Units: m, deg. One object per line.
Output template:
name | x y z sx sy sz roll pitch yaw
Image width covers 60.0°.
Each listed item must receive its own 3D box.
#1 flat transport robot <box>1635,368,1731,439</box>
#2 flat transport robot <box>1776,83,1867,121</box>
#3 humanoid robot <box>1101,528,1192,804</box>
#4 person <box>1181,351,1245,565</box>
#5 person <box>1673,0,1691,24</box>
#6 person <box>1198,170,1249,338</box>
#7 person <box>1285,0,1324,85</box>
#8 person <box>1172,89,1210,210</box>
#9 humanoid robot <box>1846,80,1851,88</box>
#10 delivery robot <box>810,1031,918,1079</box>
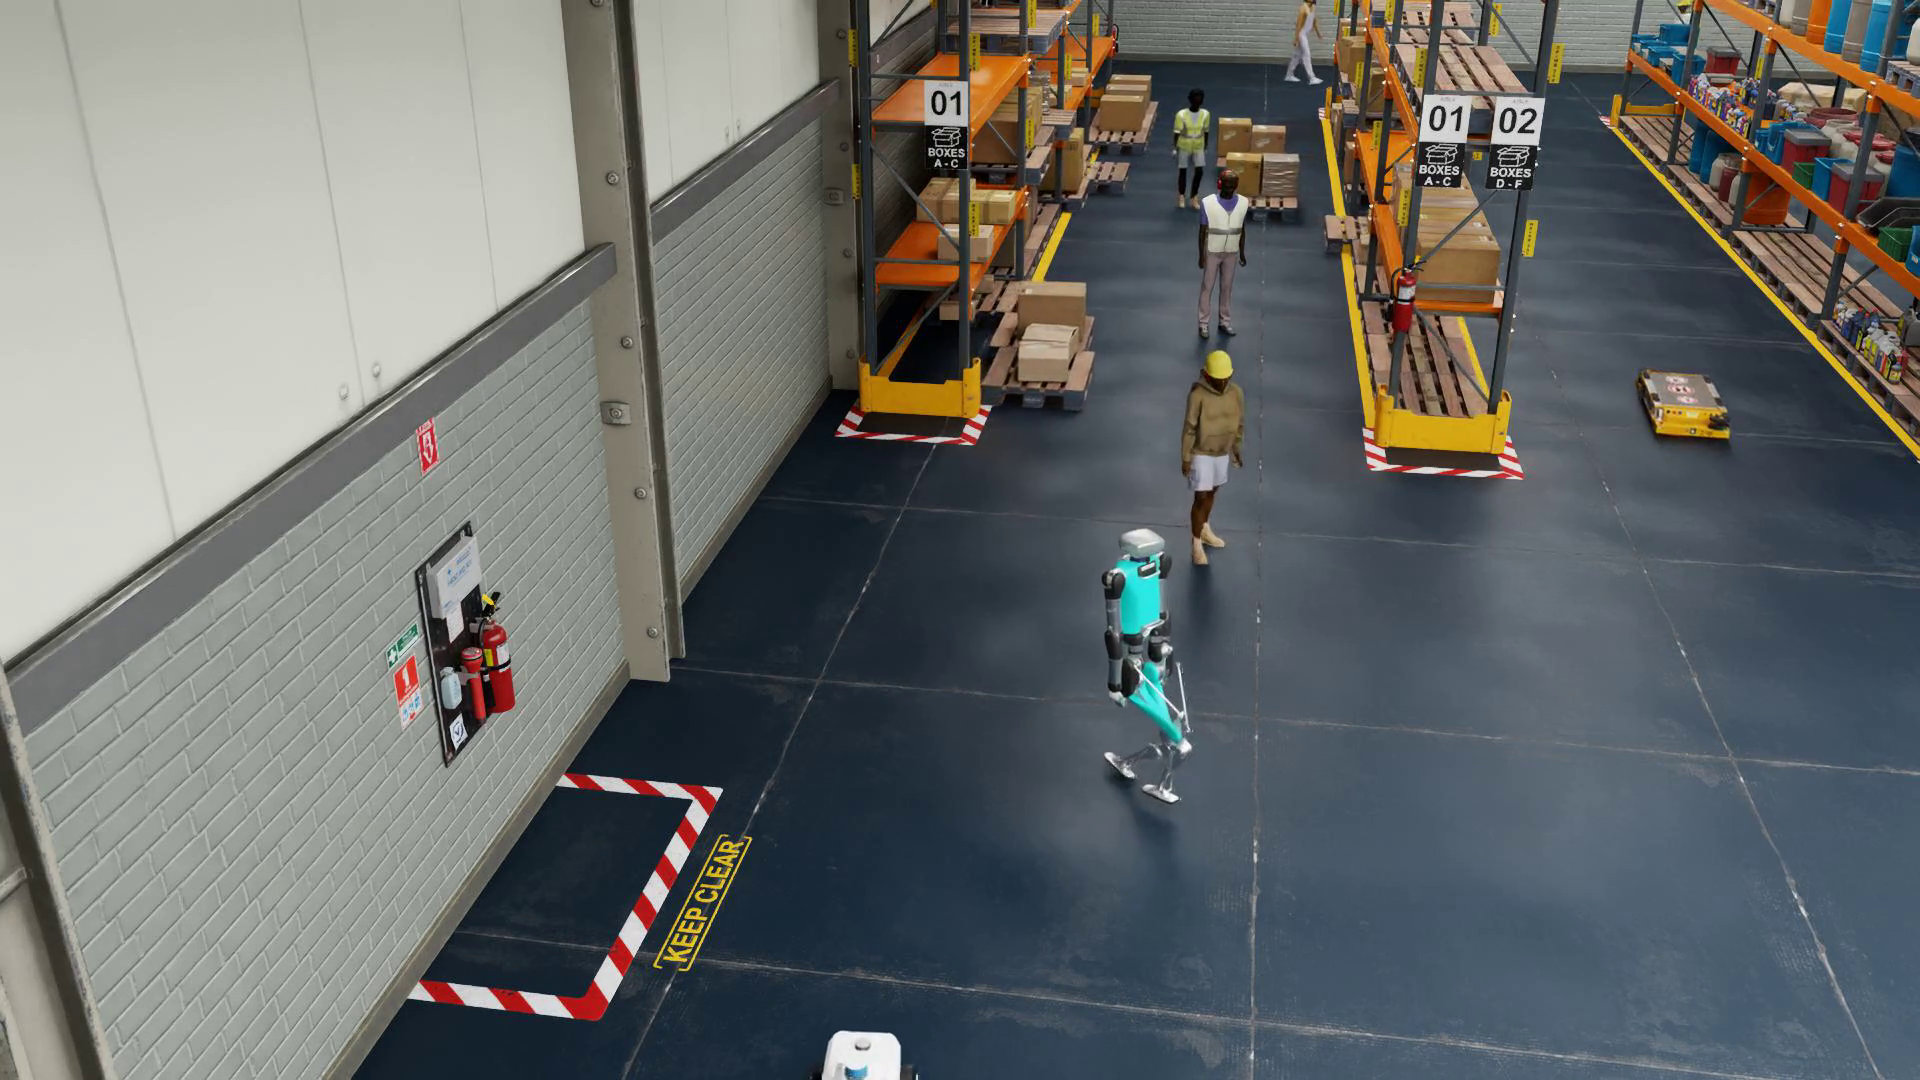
flat transport robot | 7.039 -1.340 16.225 0.659 0.231 1.431 6 26 12
flat transport robot | 14.513 -6.962 28.258 0.659 0.231 1.431 17 30 32
humanoid robot | 1.177 0.827 9.866 0.543 1.752 0.946 -22 33 -39
person | 1.985 -0.670 13.065 0.539 1.731 0.587 -10 27 -21
person | 13.903 -9.634 32.222 0.482 1.745 0.539 -4 25 -8
person | 2.864 -3.142 18.231 0.562 1.837 0.390 -7 26 -15
person | 6.834 -9.906 32.741 0.914 1.807 0.550 16 29 31
person | 3.247 -5.501 23.460 0.592 1.687 0.472 -4 25 -8
humanoid robot | 16.605 -8.992 30.956 0.882 1.837 0.566 -2 25 -4
delivery robot | -0.461 2.574 7.502 0.499 0.587 0.788 1 25 3
